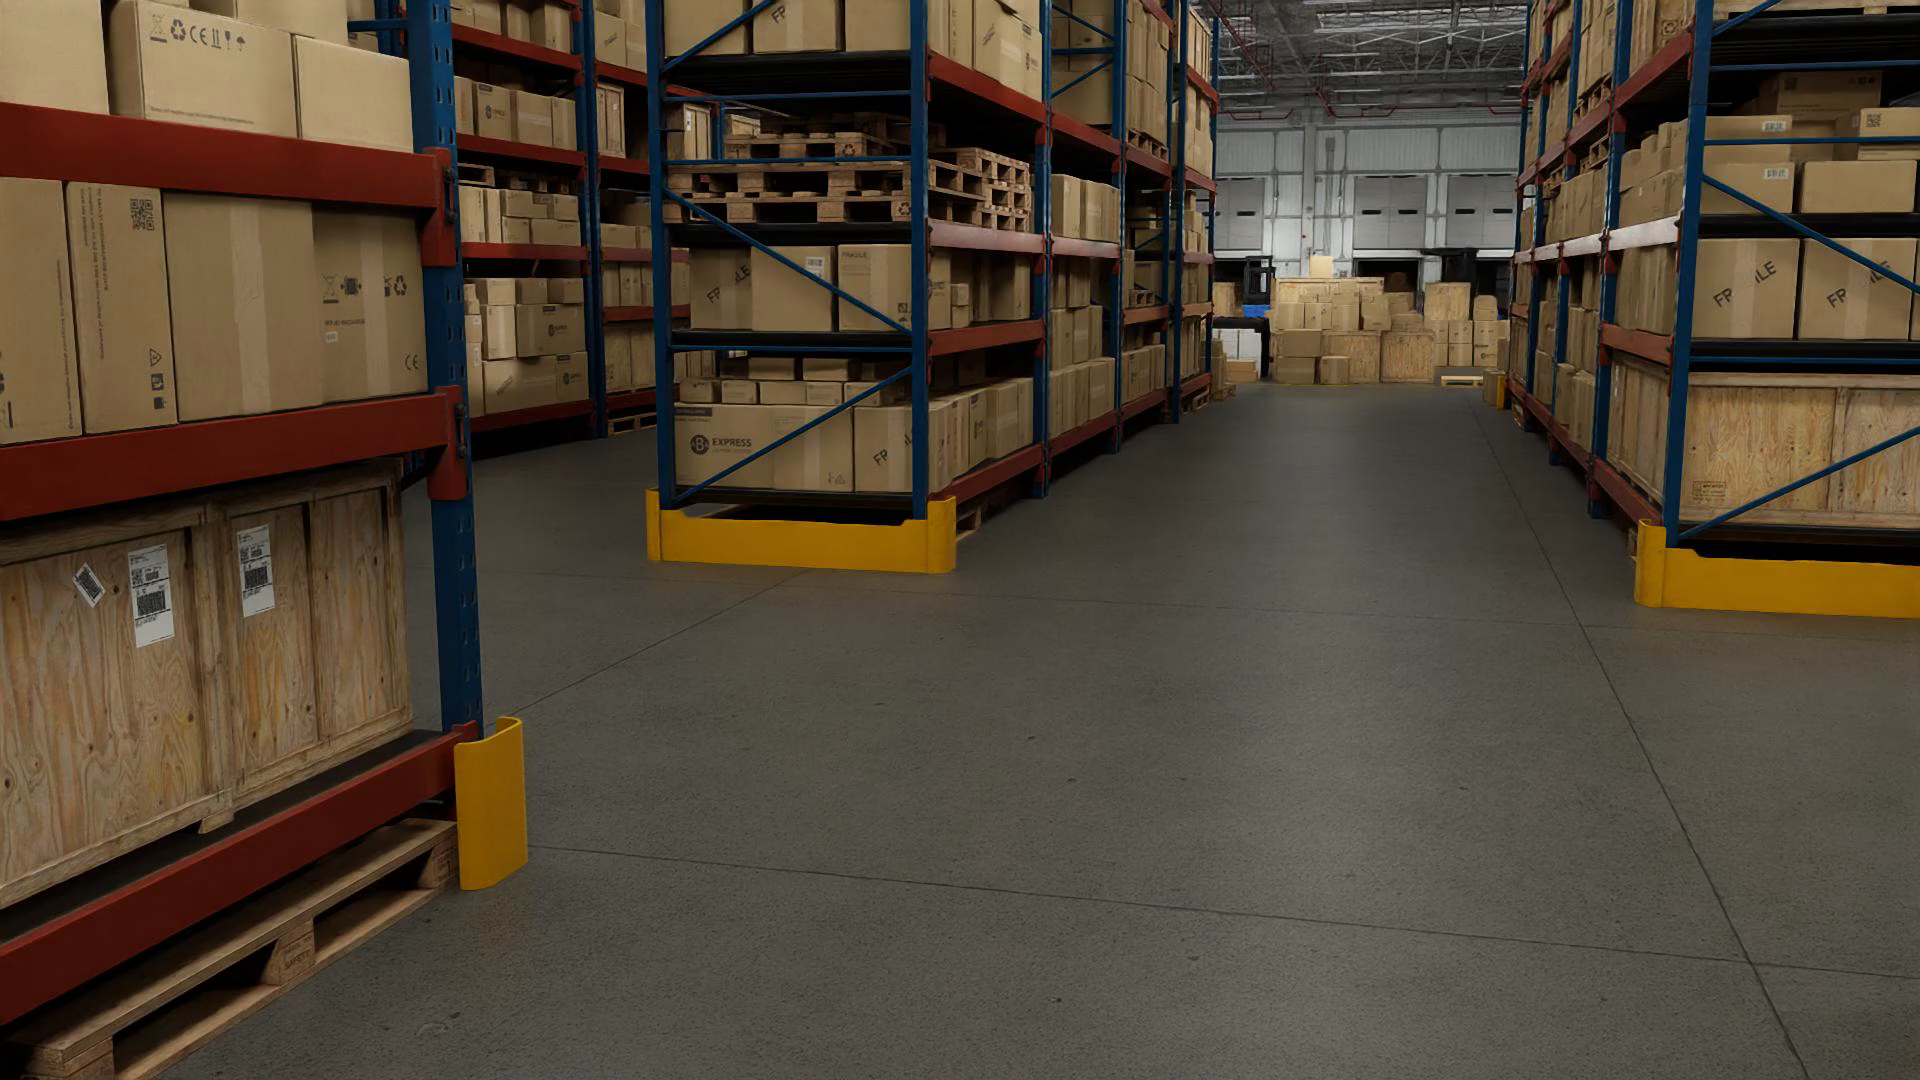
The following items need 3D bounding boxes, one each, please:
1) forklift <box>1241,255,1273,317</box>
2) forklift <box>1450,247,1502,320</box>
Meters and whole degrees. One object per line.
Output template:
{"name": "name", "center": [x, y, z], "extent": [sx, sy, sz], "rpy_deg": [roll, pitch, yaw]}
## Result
{"name": "forklift", "center": [10.551, -8.662, 58.805], "extent": [1.129, 2.768, 1.873], "rpy_deg": [2, 9, 15]}
{"name": "forklift", "center": [13.305, -6.333, 44.005], "extent": [1.873, 2.768, 1.129], "rpy_deg": [-2, 9, -10]}
